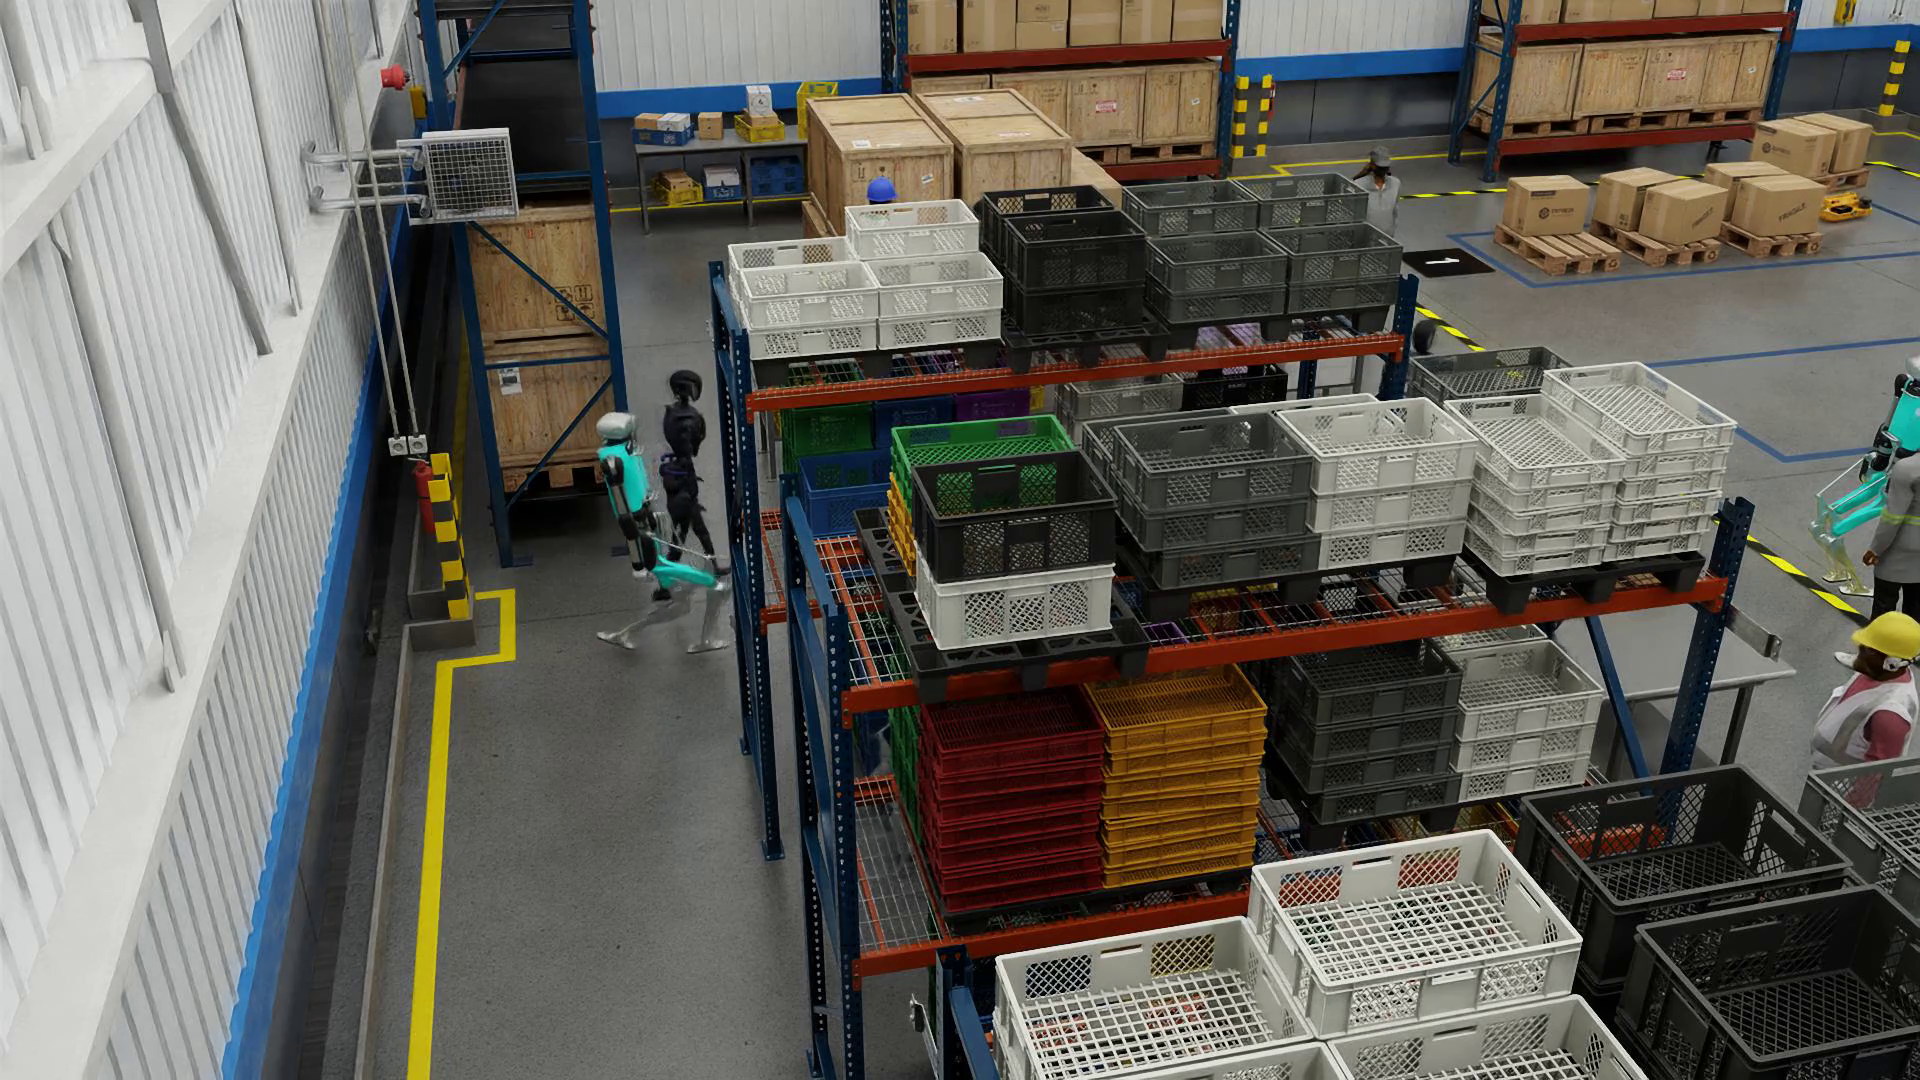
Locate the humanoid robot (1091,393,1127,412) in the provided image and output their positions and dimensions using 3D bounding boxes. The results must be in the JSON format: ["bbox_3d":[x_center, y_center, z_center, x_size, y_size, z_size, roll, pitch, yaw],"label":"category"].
[{"bbox_3d":[1.153,-0.122,10.681,0.755,1.769,0.540,8,29,14],"label":"humanoid robot"}]

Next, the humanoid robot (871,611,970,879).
[{"bbox_3d":[-0.202,1.059,8.581,0.788,1.875,0.553,0,28,0],"label":"humanoid robot"}]

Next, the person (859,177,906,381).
[{"bbox_3d":[-0.674,-2.162,14.349,0.605,1.947,0.388,22,35,35],"label":"person"}]

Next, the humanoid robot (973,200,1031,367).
[{"bbox_3d":[0.250,-2.226,14.817,0.806,1.621,0.601,-1,28,-2],"label":"humanoid robot"}]

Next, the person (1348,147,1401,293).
[{"bbox_3d":[3.918,-2.895,15.927,0.572,1.769,0.399,-8,29,-14],"label":"person"}]

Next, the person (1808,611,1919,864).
[{"bbox_3d":[4.375,1.149,8.185,0.404,1.837,0.589,9,29,17],"label":"person"}]

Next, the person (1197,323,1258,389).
[{"bbox_3d":[1.954,-1.209,12.467,0.614,2.030,0.419,-19,33,-32],"label":"person"}]

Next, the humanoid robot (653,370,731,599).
[{"bbox_3d":[-1.832,-0.382,11.274,0.665,1.629,0.599,-7,29,-14],"label":"humanoid robot"}]

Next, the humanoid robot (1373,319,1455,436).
[{"bbox_3d":[3.324,-0.854,12.159,0.596,1.636,0.388,12,30,22],"label":"humanoid robot"}]

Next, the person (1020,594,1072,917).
[{"bbox_3d":[0.461,1.040,8.341,0.345,1.882,0.583,-4,28,-8],"label":"person"}]

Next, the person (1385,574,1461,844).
[{"bbox_3d":[2.304,0.927,8.596,0.429,1.846,0.632,10,29,17],"label":"person"}]

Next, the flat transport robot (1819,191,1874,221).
[{"bbox_3d":[10.062,-4.125,19.842,0.652,0.197,1.431,-13,31,-24],"label":"flat transport robot"}]

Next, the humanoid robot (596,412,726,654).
[{"bbox_3d":[-1.840,0.019,10.457,1.078,1.722,0.547,-2,28,-3],"label":"humanoid robot"}]

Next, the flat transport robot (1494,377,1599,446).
[{"bbox_3d":[4.780,-1.036,14.013,0.659,0.231,1.431,-6,28,-12],"label":"flat transport robot"}]

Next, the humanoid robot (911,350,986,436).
[{"bbox_3d":[-0.101,-0.368,11.071,0.531,1.696,0.747,4,28,7],"label":"humanoid robot"}]

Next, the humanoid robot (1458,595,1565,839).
[{"bbox_3d":[2.836,1.015,8.612,0.414,1.652,0.608,19,33,31],"label":"humanoid robot"}]

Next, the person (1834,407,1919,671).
[{"bbox_3d":[5.907,0.000,10.348,0.588,1.852,0.374,-7,29,-13],"label":"person"}]

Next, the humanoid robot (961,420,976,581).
[{"bbox_3d":[-0.003,-0.028,10.573,0.315,1.657,0.599,1,28,2],"label":"humanoid robot"}]

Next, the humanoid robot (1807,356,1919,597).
[{"bbox_3d":[6.054,-0.420,11.123,0.735,1.677,0.533,-1,28,-3],"label":"humanoid robot"}]
